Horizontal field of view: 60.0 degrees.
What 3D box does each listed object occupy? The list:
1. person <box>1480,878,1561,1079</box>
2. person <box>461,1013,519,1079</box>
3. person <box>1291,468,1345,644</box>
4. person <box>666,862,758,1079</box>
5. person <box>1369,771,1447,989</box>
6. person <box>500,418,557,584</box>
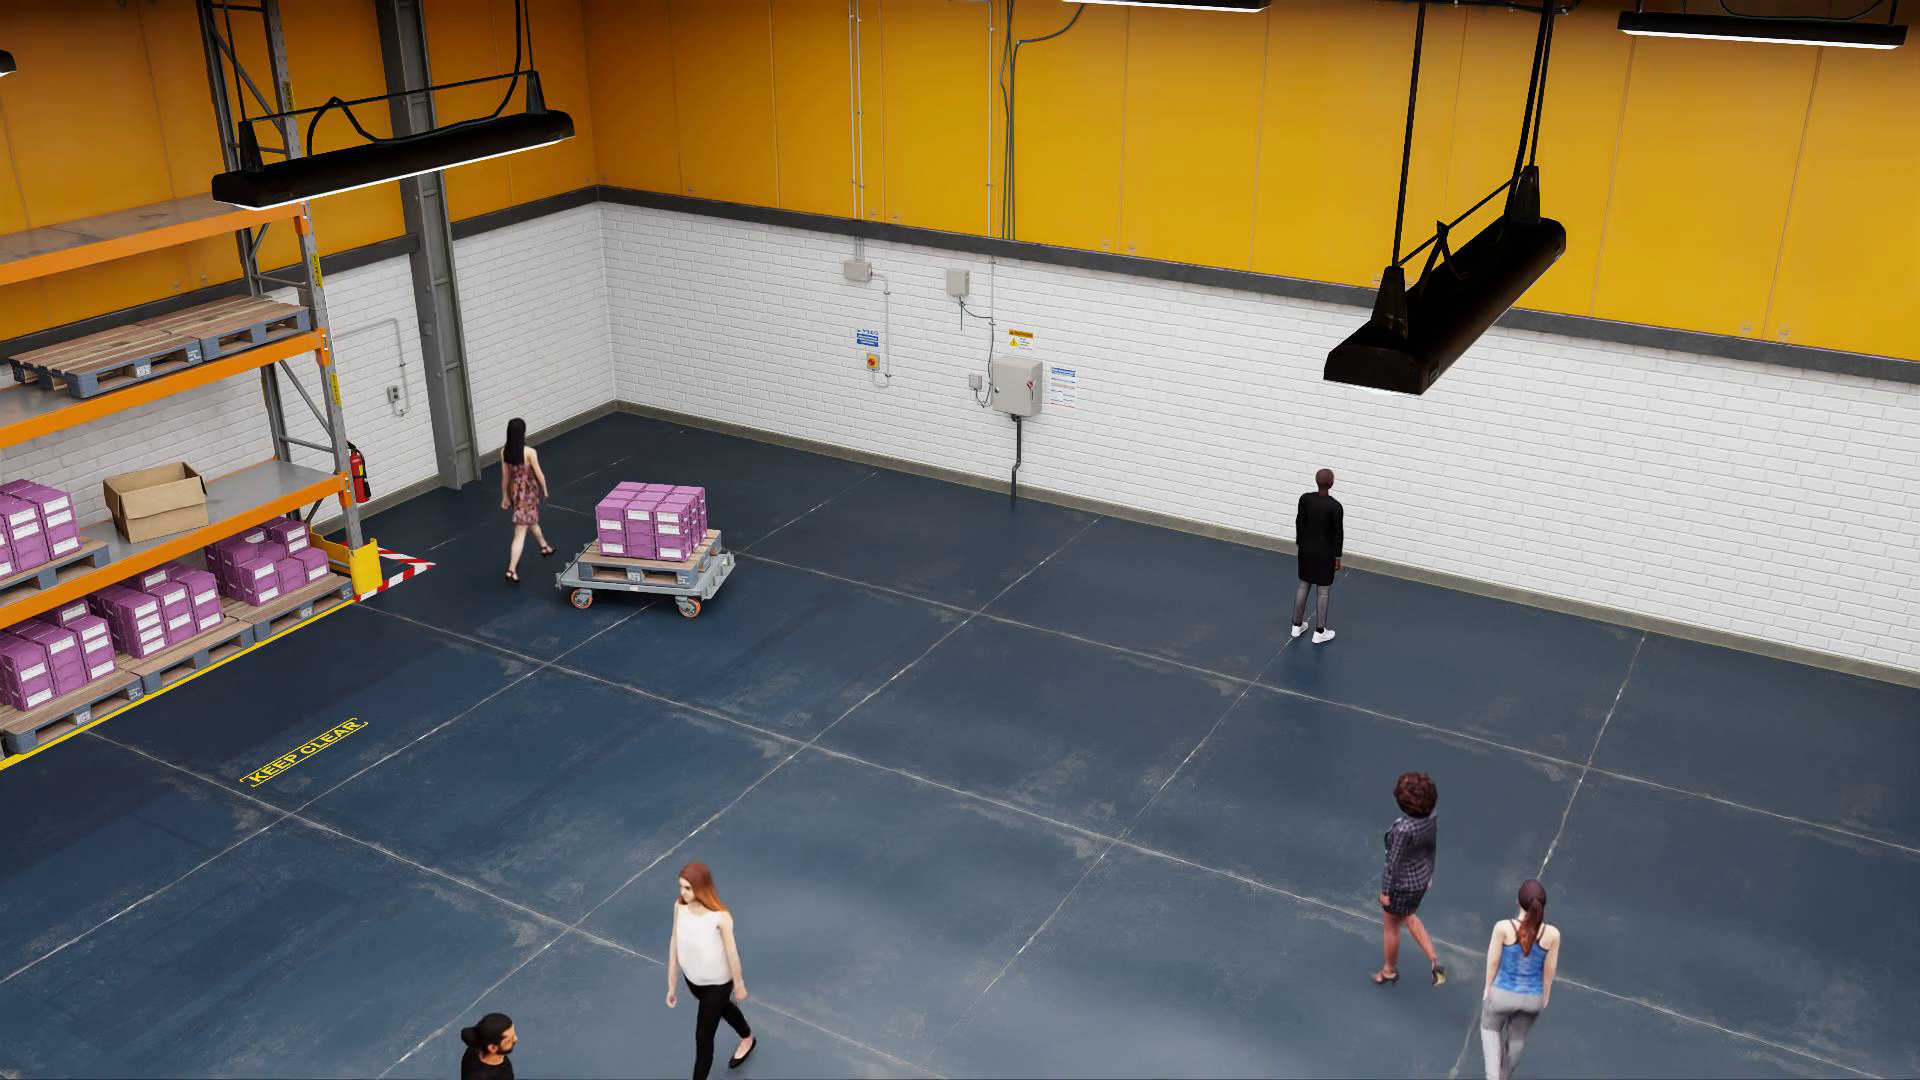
[{"bbox_3d":[3.394,2.810,10.119,0.699,1.596,0.856,5,24,10],"label":"person"},{"bbox_3d":[-2.576,3.253,8.935,1.137,1.733,1.033,-11,26,-24],"label":"person"},{"bbox_3d":[3.438,0.132,16.039,0.689,1.762,0.613,19,30,37],"label":"person"},{"bbox_3d":[-1.508,2.681,10.321,0.642,1.672,1.143,15,28,31],"label":"person"},{"bbox_3d":[3.042,2.339,11.081,0.793,1.690,0.814,-20,31,-38],"label":"person"},{"bbox_3d":[-4.547,-0.352,17.202,0.717,1.718,1.170,9,25,19],"label":"person"}]
